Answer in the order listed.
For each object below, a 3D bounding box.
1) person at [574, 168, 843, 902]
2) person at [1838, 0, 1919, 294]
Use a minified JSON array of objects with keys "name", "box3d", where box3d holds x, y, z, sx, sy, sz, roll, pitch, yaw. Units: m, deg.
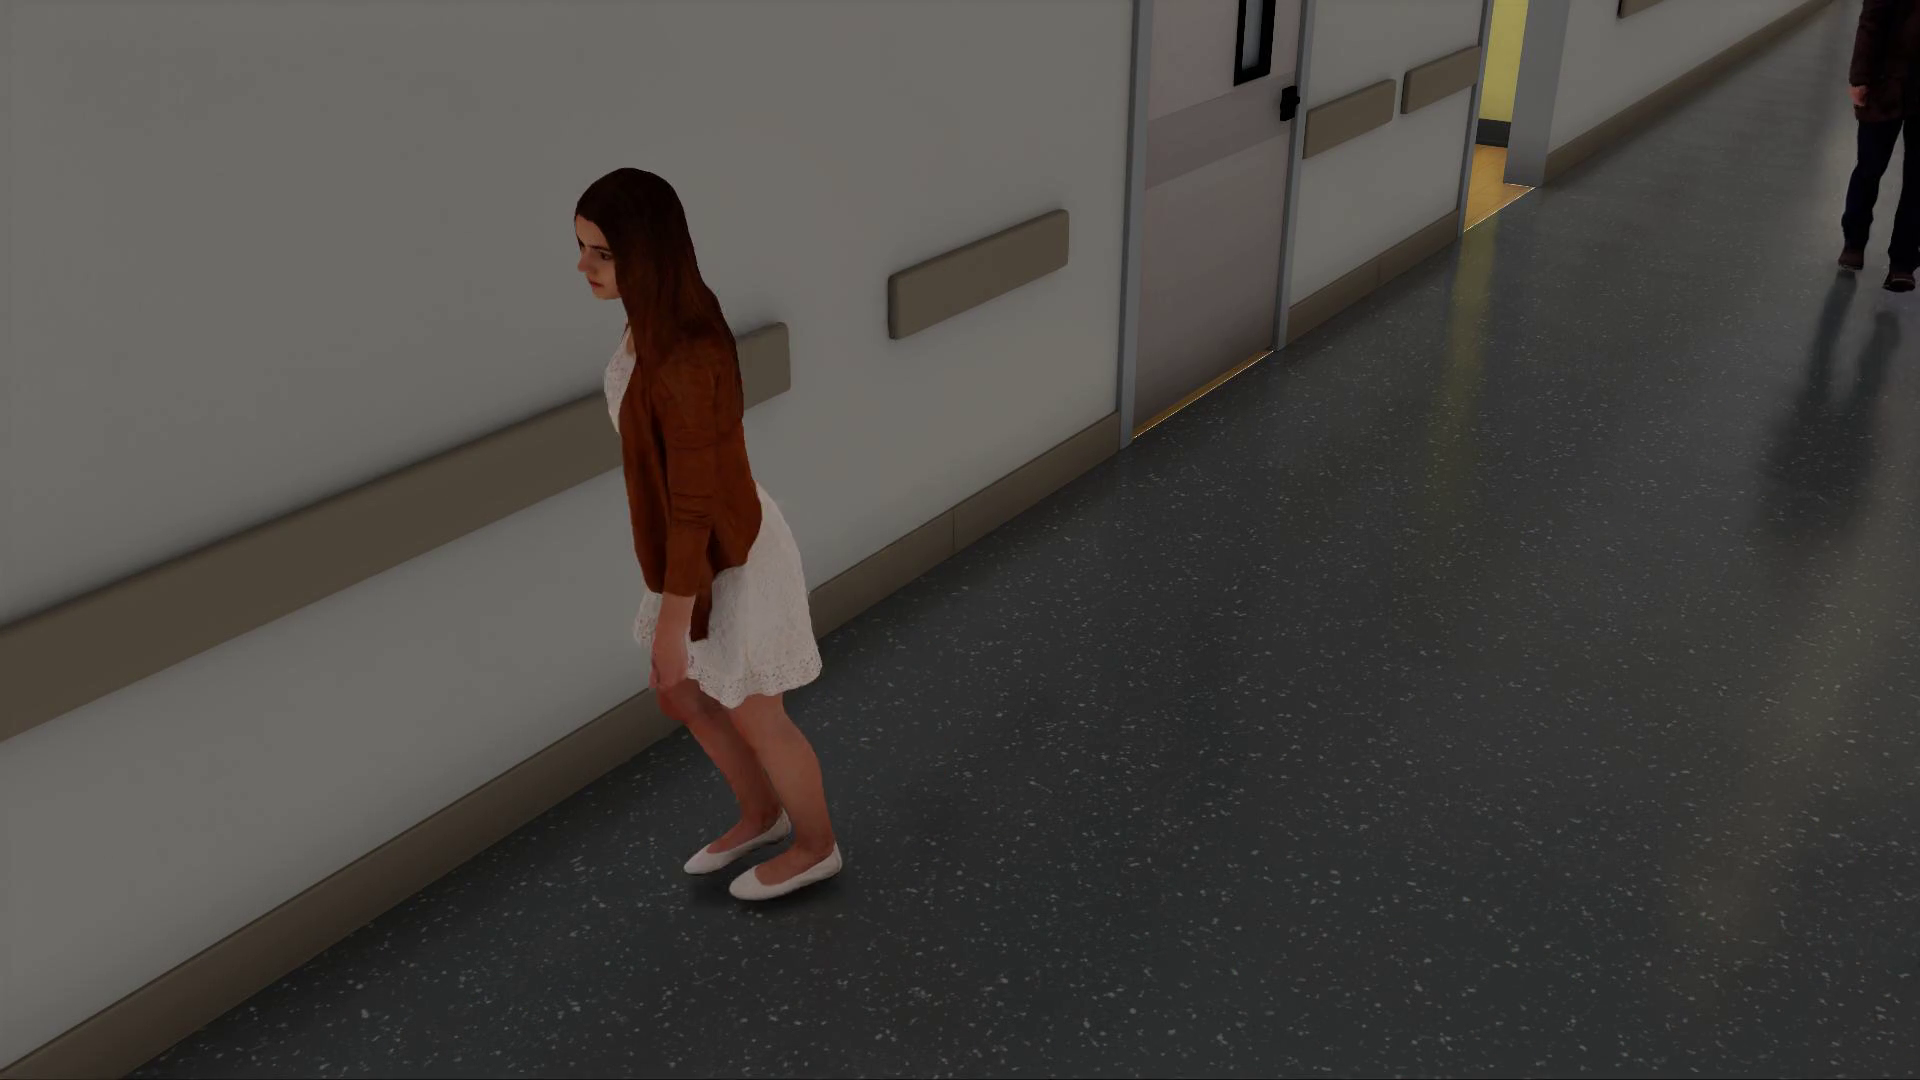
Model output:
[{"name":"person","box3d":[-0.438,0.046,3.417,0.869,1.669,0.806,-3,26,-7]},{"name":"person","box3d":[4.388,-2.093,7.700,1.119,1.802,0.984,10,28,21]}]
